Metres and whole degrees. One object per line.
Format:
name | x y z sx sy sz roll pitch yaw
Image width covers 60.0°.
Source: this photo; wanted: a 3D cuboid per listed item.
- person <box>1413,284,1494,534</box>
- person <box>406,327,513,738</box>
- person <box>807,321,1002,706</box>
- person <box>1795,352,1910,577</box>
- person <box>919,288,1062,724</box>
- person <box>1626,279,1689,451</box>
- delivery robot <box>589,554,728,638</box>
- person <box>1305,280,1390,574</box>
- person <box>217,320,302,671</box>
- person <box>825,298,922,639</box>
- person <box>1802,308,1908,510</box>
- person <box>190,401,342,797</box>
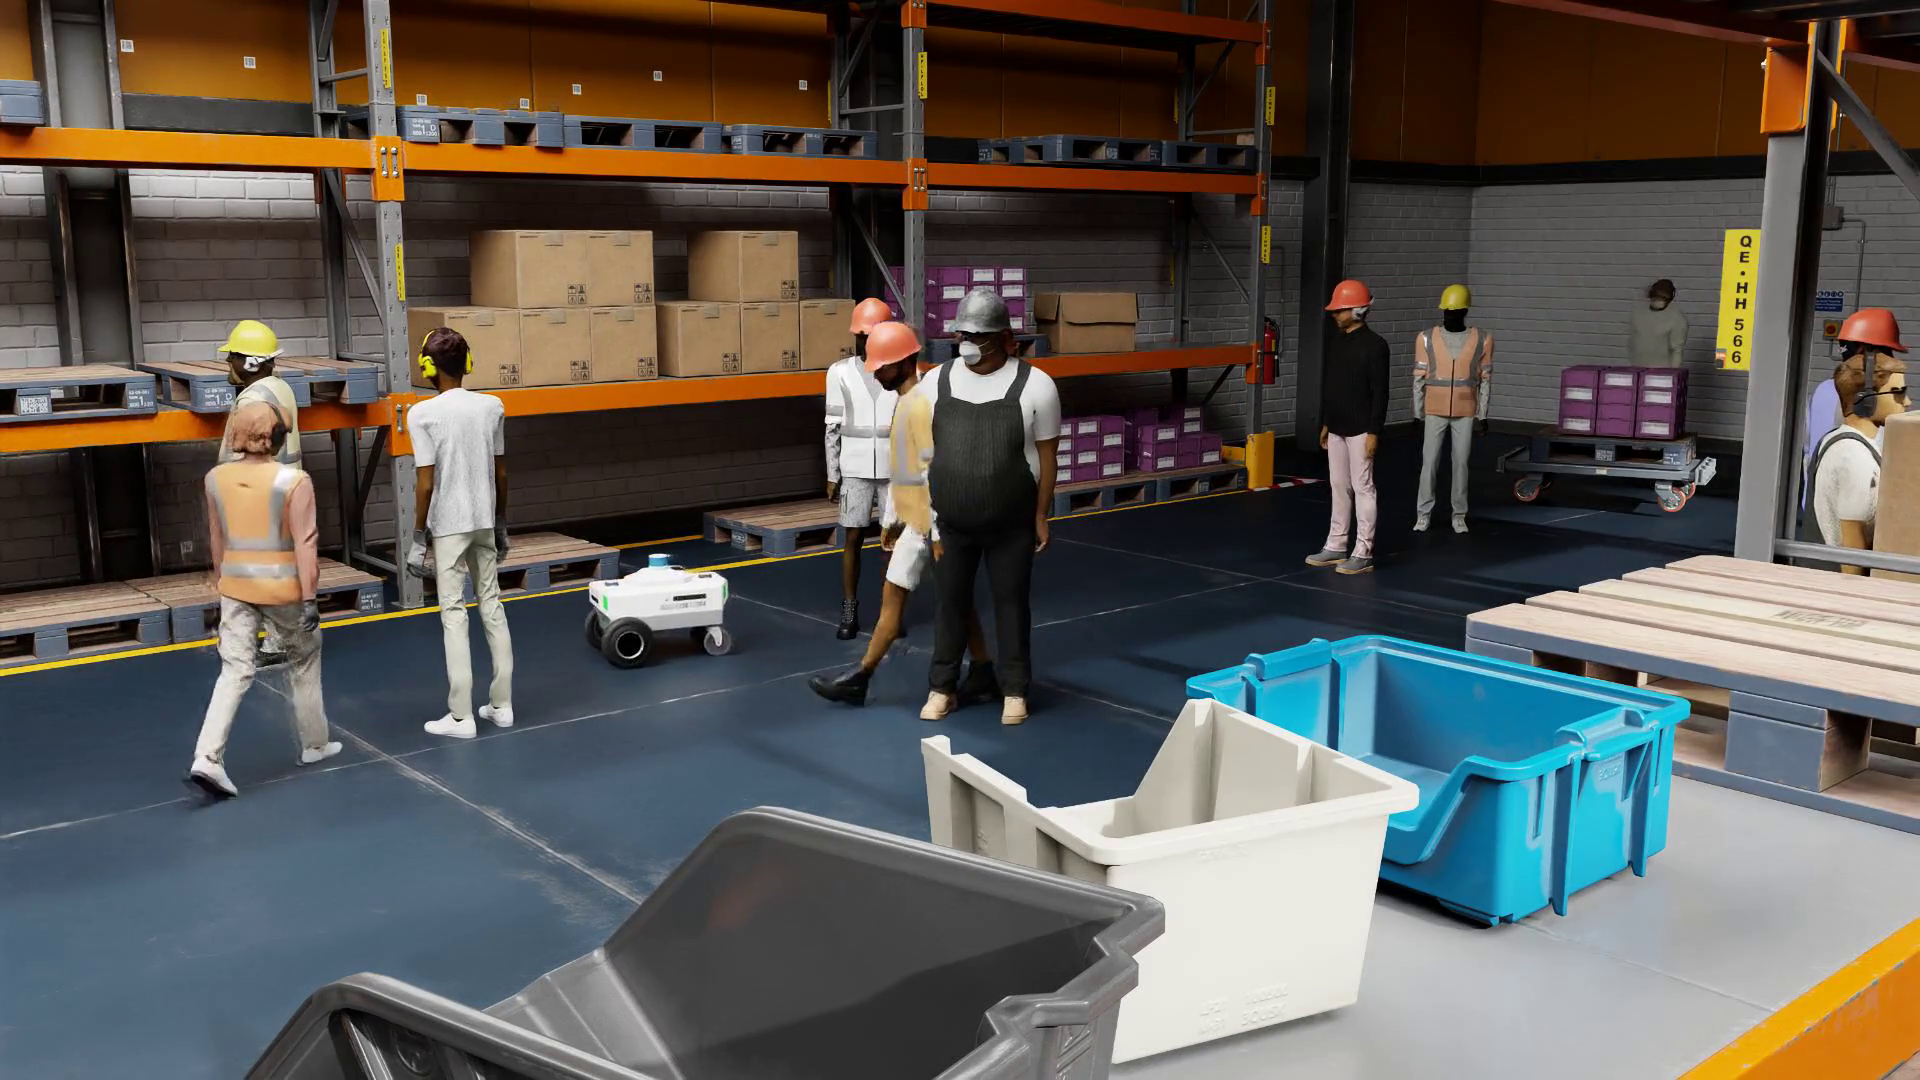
person | 3.792 -1.003 12.836 0.589 1.924 0.384 3 10 15
person | -2.273 -0.029 7.554 0.328 1.865 0.517 8 13 38
person | -0.243 -0.103 7.954 0.980 1.861 0.558 -1 10 -4
person | 3.264 0.231 6.141 0.346 1.847 0.506 3 11 18
person | 0.107 -0.148 7.720 0.683 2.000 0.536 2 10 13
person | 6.765 -1.609 16.320 0.453 1.894 0.782 -5 11 -28
delivery robot | -1.626 0.319 9.003 0.707 0.478 0.477 -5 11 -25
person | 2.650 -0.765 11.321 0.392 1.988 0.609 -4 11 -22
person | -3.679 -0.232 8.763 0.404 1.837 0.590 -2 10 -9
person | -0.483 -0.392 9.383 0.552 1.933 0.368 -1 10 -4
person | 4.214 -0.127 7.907 0.376 1.931 0.542 0 10 2
person | -2.899 0.232 6.841 0.523 1.600 0.822 2 10 9
